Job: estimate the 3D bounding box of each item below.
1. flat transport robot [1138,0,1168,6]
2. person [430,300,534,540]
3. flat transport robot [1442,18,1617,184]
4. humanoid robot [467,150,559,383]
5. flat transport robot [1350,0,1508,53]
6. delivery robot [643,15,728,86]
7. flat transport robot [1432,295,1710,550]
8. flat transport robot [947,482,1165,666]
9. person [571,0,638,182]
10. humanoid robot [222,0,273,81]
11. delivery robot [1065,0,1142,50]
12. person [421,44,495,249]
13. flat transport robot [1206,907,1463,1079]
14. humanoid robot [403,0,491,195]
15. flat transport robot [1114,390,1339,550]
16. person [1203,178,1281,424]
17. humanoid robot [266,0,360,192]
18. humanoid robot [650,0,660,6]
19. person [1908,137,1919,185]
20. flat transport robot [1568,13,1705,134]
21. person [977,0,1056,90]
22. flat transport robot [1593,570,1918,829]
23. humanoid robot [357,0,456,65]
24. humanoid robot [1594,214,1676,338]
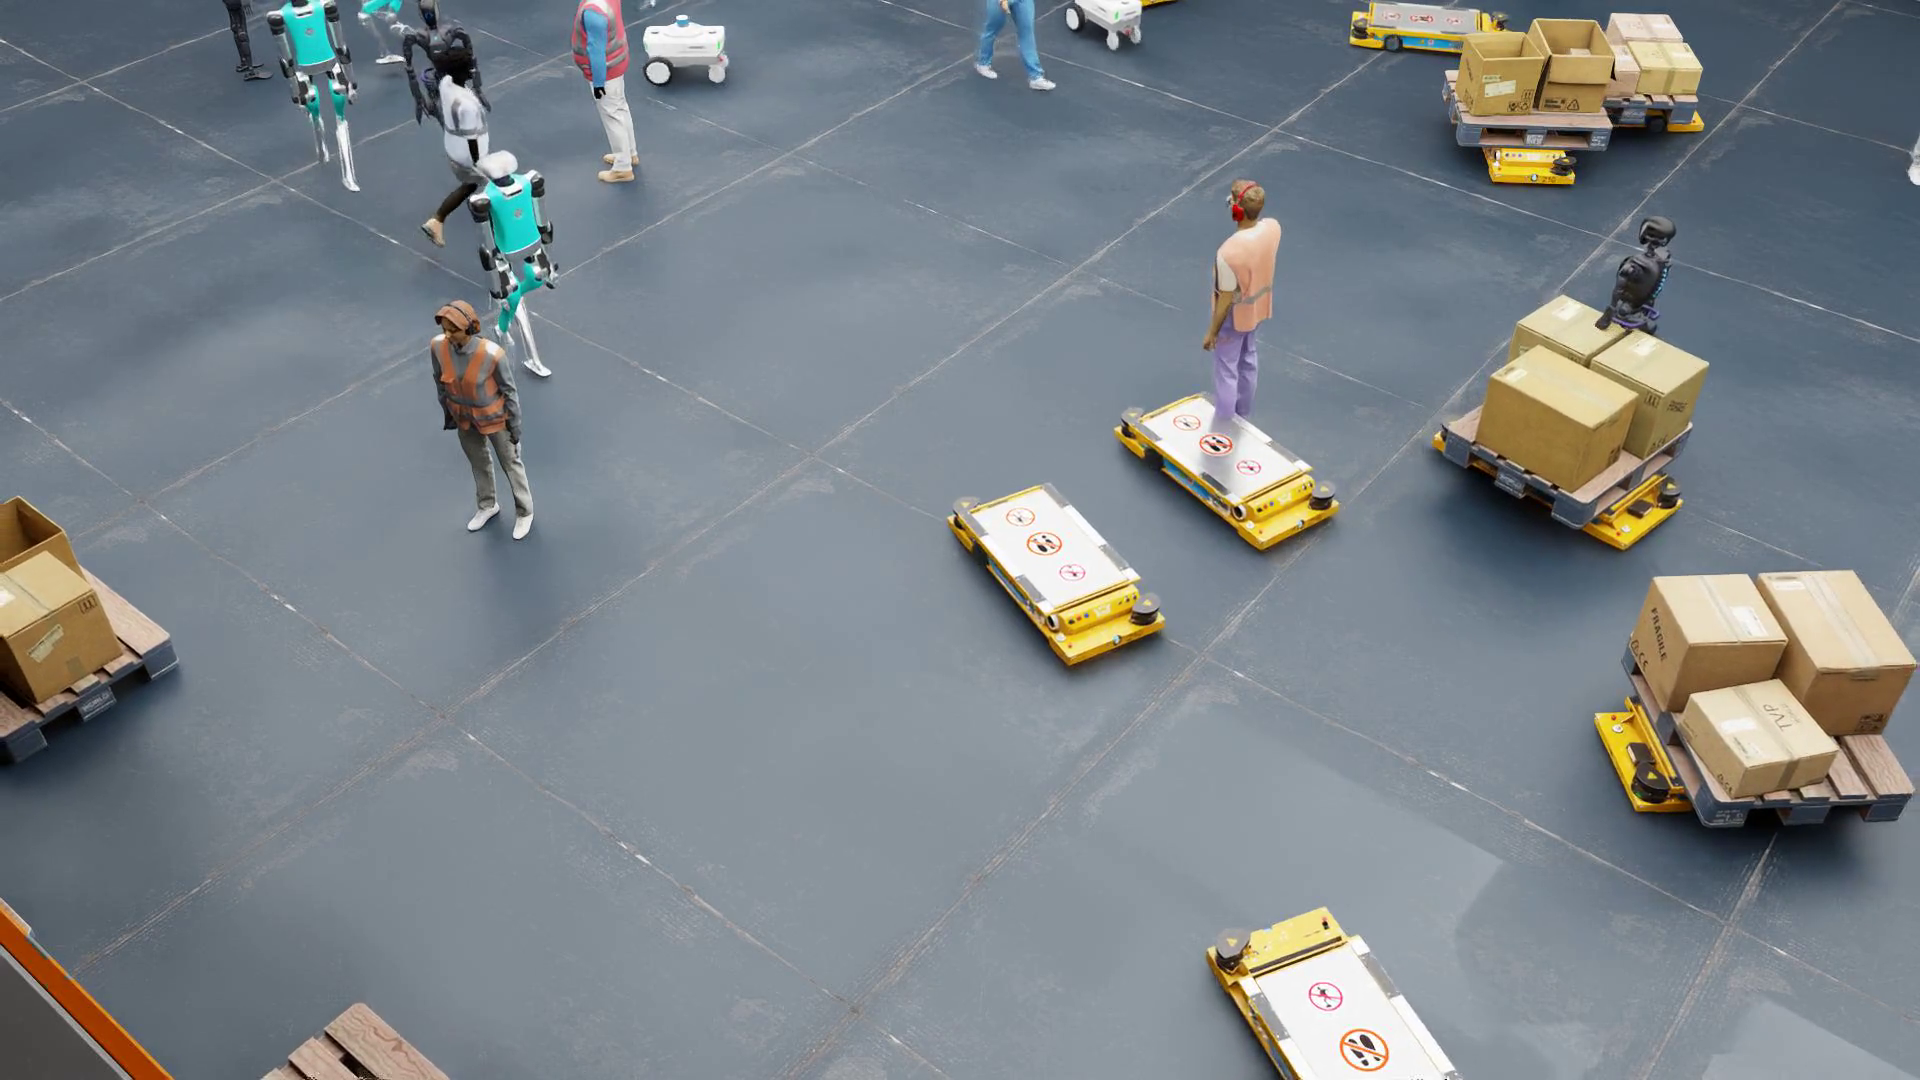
[{"bbox_3d":[1.569,-5.759,16.852,0.659,0.231,1.431,-18,44,-20],"label":"flat transport robot"},{"bbox_3d":[-2.827,-0.710,9.853,0.519,1.638,0.310,12,42,13],"label":"person"},{"bbox_3d":[4.757,-3.443,14.128,0.659,0.231,1.431,3,40,3],"label":"flat transport robot"},{"bbox_3d":[-3.014,-1.771,11.105,0.725,1.897,0.546,33,50,33],"label":"humanoid robot"},{"bbox_3d":[4.445,-4.836,15.767,1.431,0.231,0.659,9,41,10],"label":"flat transport robot"},{"bbox_3d":[-2.514,-4.453,15.110,0.815,0.614,0.499,0,40,0],"label":"delivery robot"},{"bbox_3d":[3.813,-0.472,10.634,0.659,0.231,1.431,-29,48,-30],"label":"flat transport robot"},{"bbox_3d":[0.549,0.149,9.902,0.659,0.231,1.431,-20,44,-22],"label":"flat transport robot"},{"bbox_3d":[-2.863,-3.773,13.315,0.431,1.837,0.628,-1,40,-1],"label":"person"},{"bbox_3d":[-6.500,-4.961,14.816,0.315,1.657,0.599,-21,45,-23],"label":"humanoid robot"},{"bbox_3d":[1.396,-5.042,15.774,0.499,0.576,0.768,-23,45,-24],"label":"delivery robot"},{"bbox_3d":[-3.728,-2.865,12.370,0.654,1.672,0.530,-26,47,-27],"label":"person"},{"bbox_3d":[1.731,2.269,7.409,0.659,0.231,1.431,-15,43,-17],"label":"flat transport robot"},{"bbox_3d":[-4.085,-3.586,13.265,0.590,1.636,0.726,-13,42,-15],"label":"humanoid robot"},{"bbox_3d":[1.691,-0.490,10.654,0.659,0.231,1.431,-24,46,-26],"label":"flat transport robot"},{"bbox_3d":[1.768,-1.410,10.519,0.373,1.842,0.569,30,49,31],"label":"person"},{"bbox_3d":[-5.172,-3.697,13.323,0.545,1.816,0.877,-21,45,-23],"label":"humanoid robot"},{"bbox_3d":[-3.133,-6.084,16.143,0.562,1.816,0.769,14,42,16],"label":"humanoid robot"},{"bbox_3d":[7.938,-3.473,13.077,0.504,1.680,0.806,6,41,7],"label":"person"},{"bbox_3d":[5.715,-3.821,14.573,1.431,0.231,0.659,3,40,3],"label":"flat transport robot"},{"bbox_3d":[0.458,-4.815,14.648,0.482,1.682,0.839,-26,47,-27],"label":"person"},{"bbox_3d":[4.168,1.112,8.770,1.431,0.231,0.659,-2,40,-2],"label":"flat transport robot"},{"bbox_3d":[-5.123,-5.044,14.876,1.017,1.720,0.540,-21,45,-23],"label":"humanoid robot"},{"bbox_3d":[4.160,-1.322,10.568,0.616,1.638,0.613,-26,47,-27],"label":"humanoid robot"}]
